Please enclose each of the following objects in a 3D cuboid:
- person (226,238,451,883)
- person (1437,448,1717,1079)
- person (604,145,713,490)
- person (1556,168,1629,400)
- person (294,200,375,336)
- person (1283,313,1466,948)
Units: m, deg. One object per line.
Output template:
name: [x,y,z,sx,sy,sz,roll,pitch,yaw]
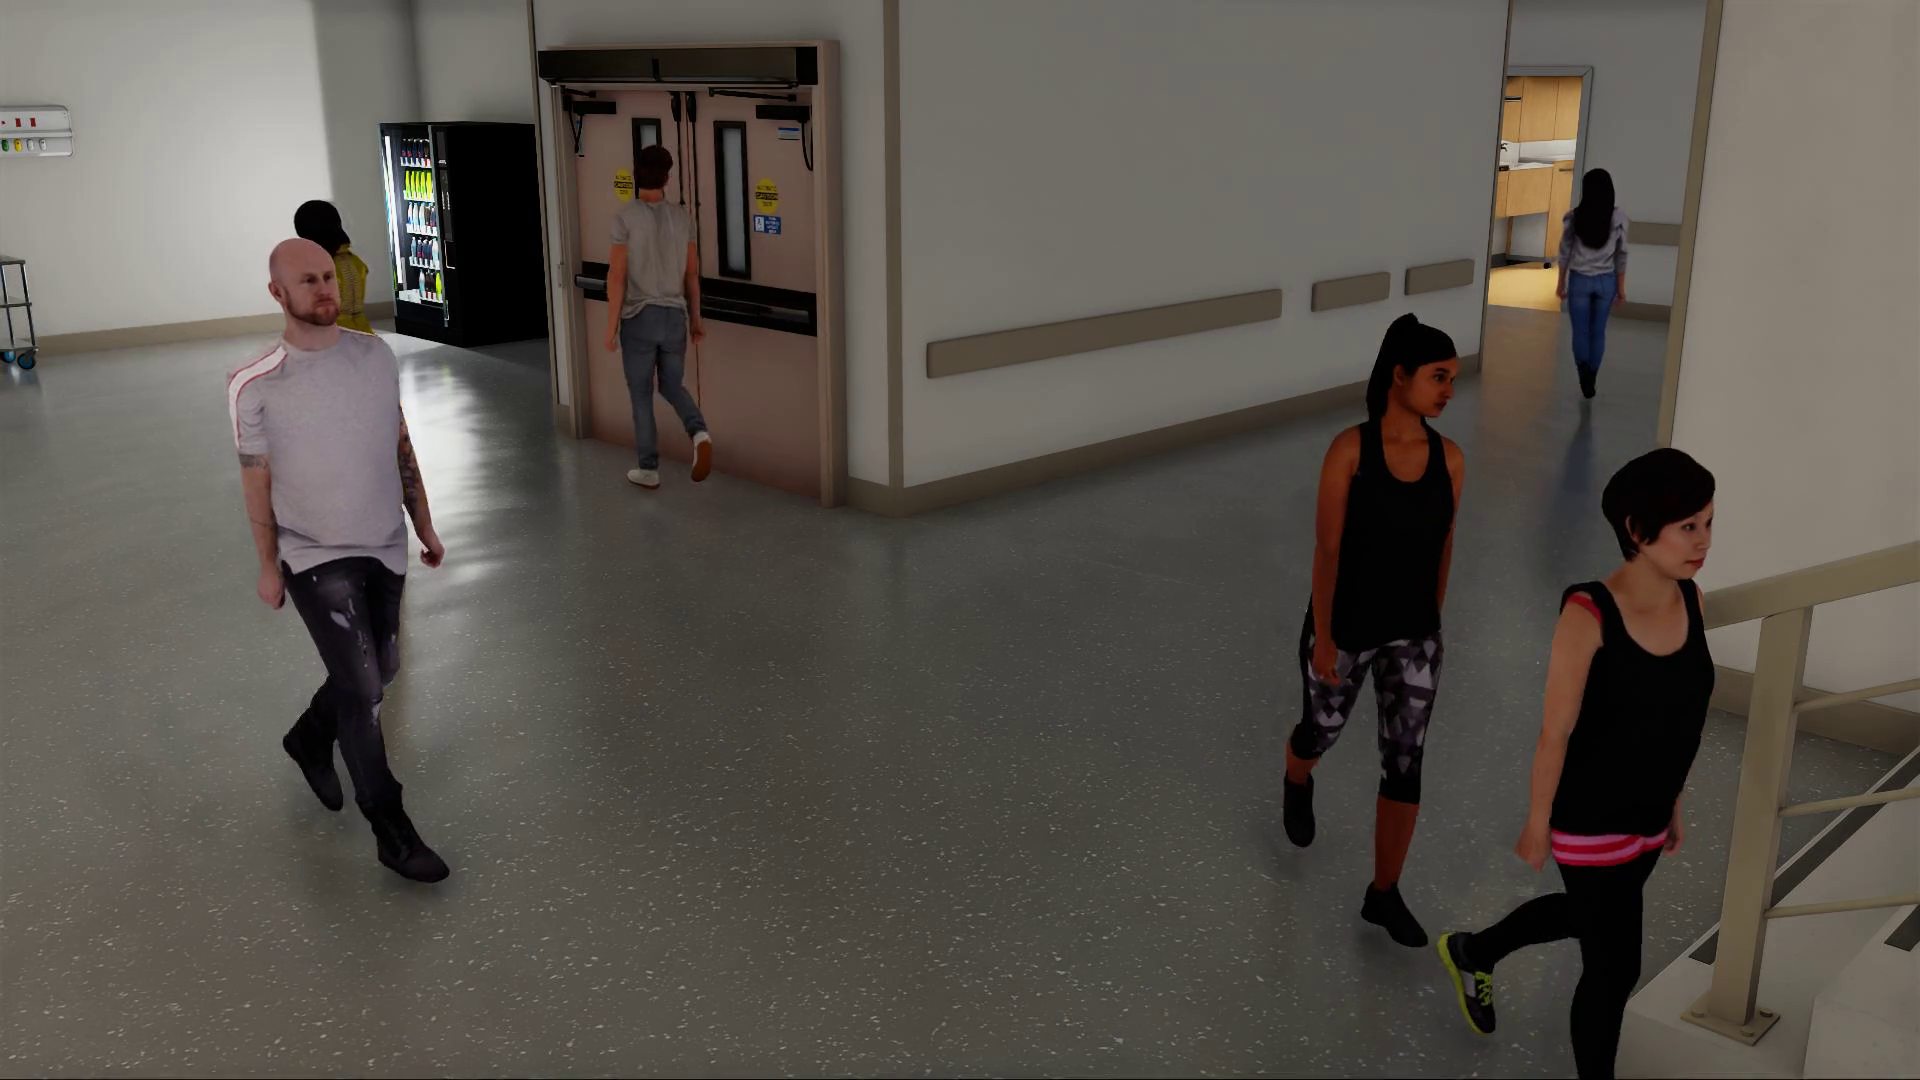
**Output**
person: [-1.843,0.037,4.866,1.215,1.811,0.806,11,19,34]
person: [1.346,0.545,3.588,0.672,1.526,1.031,-10,18,-31]
person: [-1.608,-1.167,9.029,0.780,1.869,1.017,-13,20,-38]
person: [4.385,-1.738,11.551,1.057,1.600,1.009,4,16,14]
person: [-3.145,-0.890,8.434,1.029,1.658,0.999,2,16,8]
person: [1.090,0.218,4.552,0.992,1.631,1.128,-2,16,-6]
